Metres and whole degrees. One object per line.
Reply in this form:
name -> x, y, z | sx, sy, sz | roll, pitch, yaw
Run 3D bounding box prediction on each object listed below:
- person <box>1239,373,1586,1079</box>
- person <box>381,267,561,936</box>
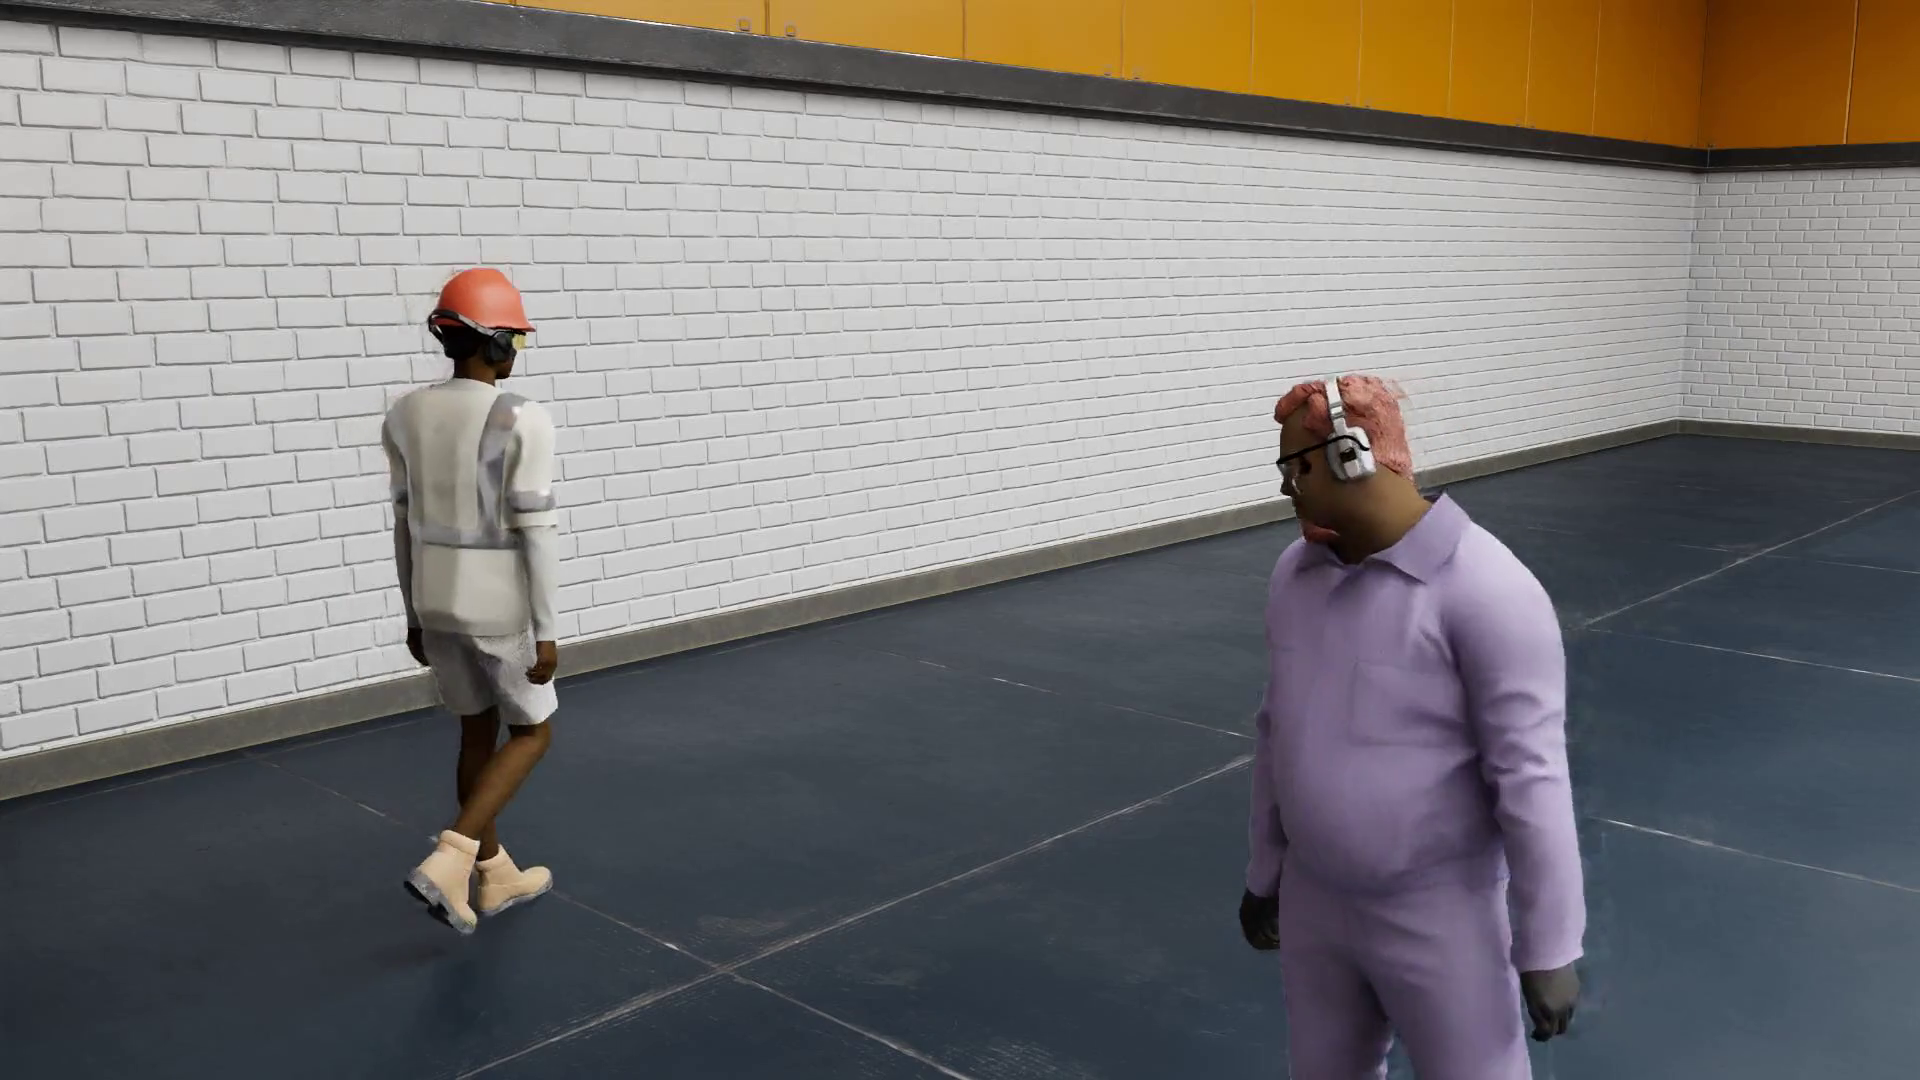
person -> 0.812, 0.649, 2.918 | 0.414, 1.859, 0.849 | -7, 12, -34
person -> -1.477, 0.207, 4.975 | 0.607, 2.026, 0.620 | 4, 11, 24
